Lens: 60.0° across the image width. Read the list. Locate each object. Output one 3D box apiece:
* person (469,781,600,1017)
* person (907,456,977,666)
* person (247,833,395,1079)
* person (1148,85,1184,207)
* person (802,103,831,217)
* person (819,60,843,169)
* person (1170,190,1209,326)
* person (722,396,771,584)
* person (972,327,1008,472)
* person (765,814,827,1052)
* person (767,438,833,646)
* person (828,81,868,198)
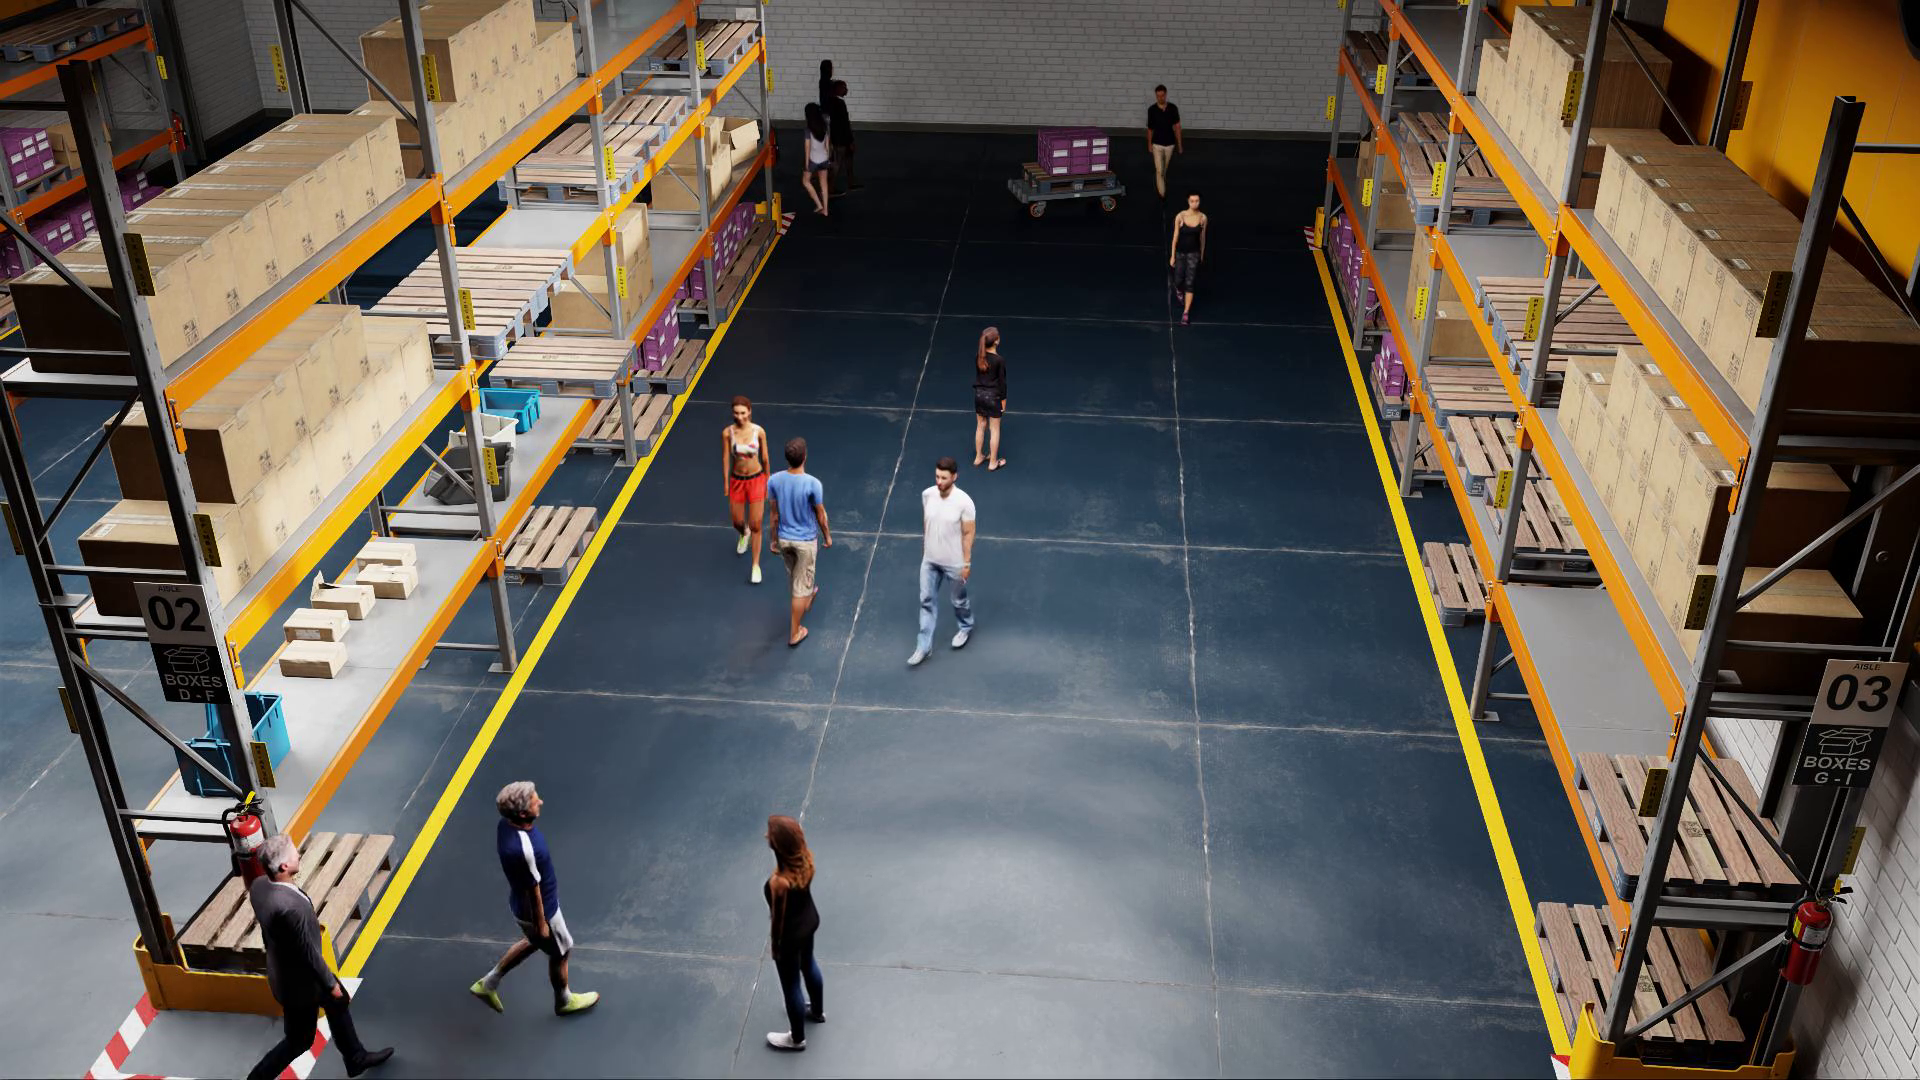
[{"bbox_3d":[-2.686,2.251,10.200,1.004,1.821,1.045,-13,31,-22],"label":"person"},{"bbox_3d":[-0.073,0.127,14.081,0.944,1.834,1.124,16,33,27],"label":"person"},{"bbox_3d":[-3.918,2.569,9.649,1.226,1.792,1.233,-15,32,-25],"label":"person"},{"bbox_3d":[3.097,-6.052,25.465,0.841,1.780,1.251,-4,29,-8],"label":"person"},{"bbox_3d":[-2.101,-5.643,24.799,0.745,1.701,0.813,-23,36,-36],"label":"person"},{"bbox_3d":[-2.151,-6.992,27.237,0.748,1.733,0.647,-15,32,-26],"label":"person"},{"bbox_3d":[2.883,-3.624,21.083,0.576,1.713,0.874,0,29,0],"label":"person"},{"bbox_3d":[-1.958,-0.524,15.337,0.696,1.774,0.955,-2,29,-4],"label":"person"},{"bbox_3d":[0.298,-1.488,17.334,0.620,1.554,0.654,17,33,28],"label":"person"},{"bbox_3d":[-1.002,2.363,10.100,0.690,1.721,0.546,10,30,17],"label":"person"},{"bbox_3d":[-1.422,0.045,14.229,0.830,1.837,1.132,10,30,18],"label":"person"},{"bbox_3d":[-1.930,-6.177,25.692,0.963,1.781,0.970,-9,30,-16],"label":"person"}]
